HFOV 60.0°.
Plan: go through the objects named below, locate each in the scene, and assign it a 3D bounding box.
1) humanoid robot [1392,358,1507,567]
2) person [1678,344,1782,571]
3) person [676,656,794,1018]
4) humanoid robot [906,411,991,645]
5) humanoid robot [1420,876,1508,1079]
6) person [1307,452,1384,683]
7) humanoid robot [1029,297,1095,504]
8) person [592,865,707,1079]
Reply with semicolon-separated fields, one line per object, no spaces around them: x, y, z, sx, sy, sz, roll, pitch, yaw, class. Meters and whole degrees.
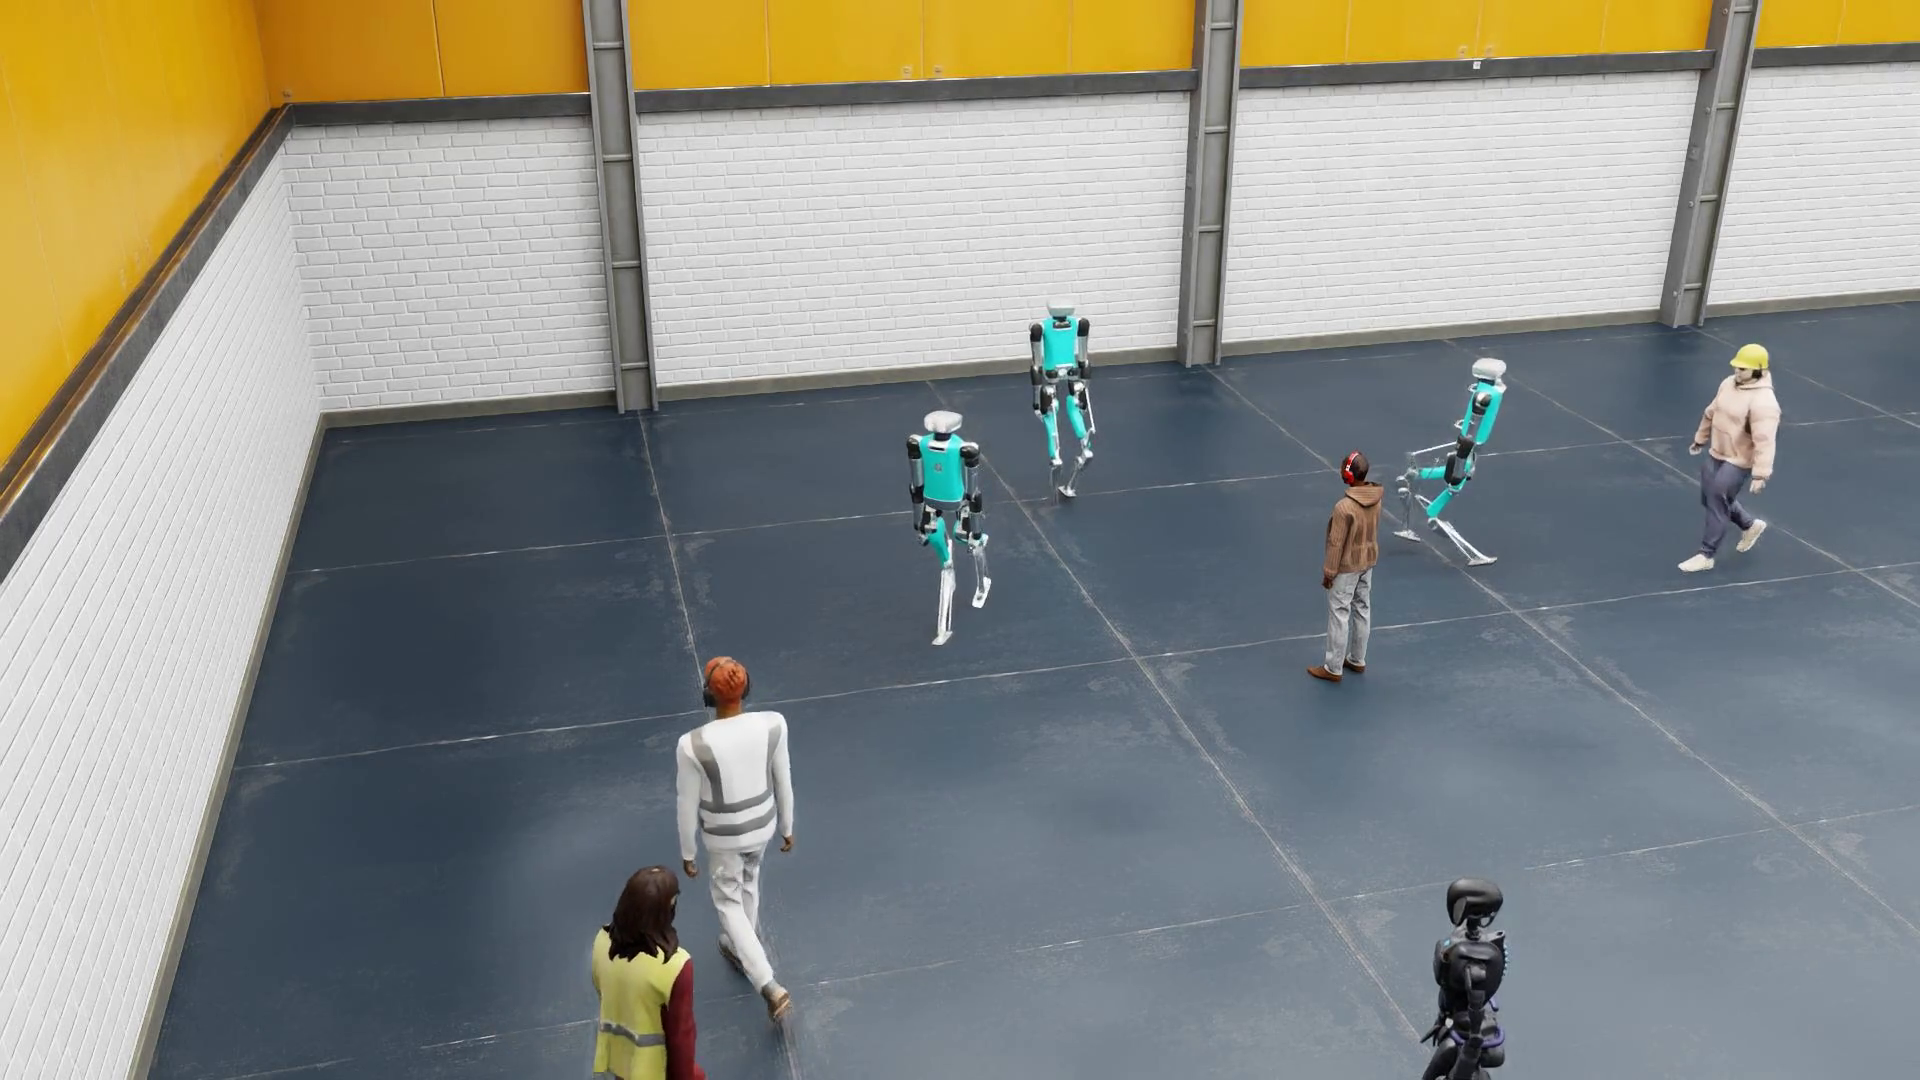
3.728;-0.610;12.963;1.082;1.745;0.530;13;27;27;humanoid robot
6.031;-0.650;12.881;0.698;1.842;0.815;-3;24;-7;person
-1.052;1.460;8.092;0.588;1.855;0.814;-15;28;-30;person
0.016;-0.190;12.023;0.530;1.769;0.996;9;25;20;humanoid robot
2.059;2.109;6.887;0.789;1.626;0.591;3;24;7;humanoid robot
2.634;0.191;11.218;0.462;1.648;0.327;-18;29;-35;person
0.913;-1.066;14.085;0.542;1.891;0.724;-7;25;-15;humanoid robot
-1.242;2.105;6.742;0.492;1.744;0.444;11;26;24;person
